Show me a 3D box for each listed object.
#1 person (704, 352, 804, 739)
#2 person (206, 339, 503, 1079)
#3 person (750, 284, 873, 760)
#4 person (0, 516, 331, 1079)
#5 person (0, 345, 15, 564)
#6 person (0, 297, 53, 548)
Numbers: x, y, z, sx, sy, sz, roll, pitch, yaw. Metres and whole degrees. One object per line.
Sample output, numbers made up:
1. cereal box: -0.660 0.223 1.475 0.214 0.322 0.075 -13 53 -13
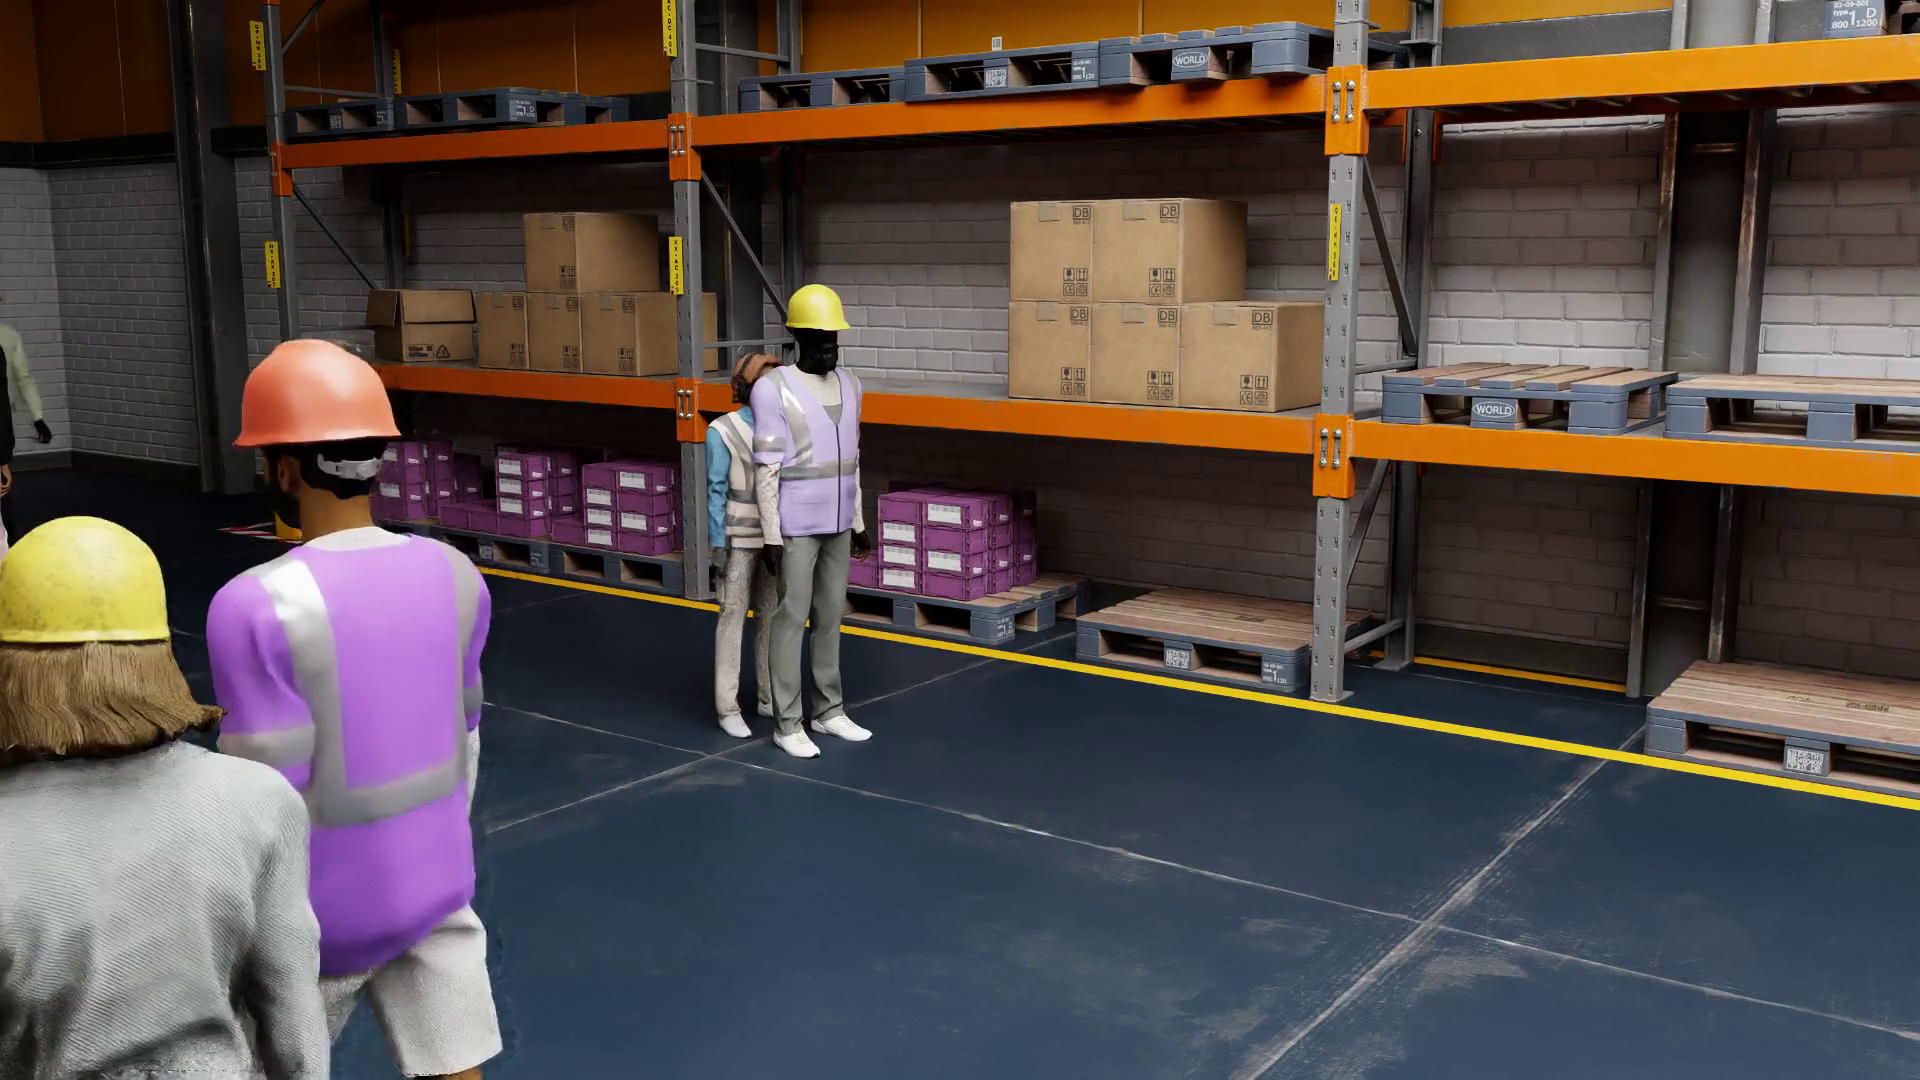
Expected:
1. person: -0.872 0.018 7.134 0.310 1.636 0.522 9 13 42
2. person: -1.092 0.599 2.924 0.998 1.880 0.574 6 11 32
3. person: -0.592 -0.080 6.853 0.366 1.926 0.593 8 12 38
4. person: -1.106 0.819 2.119 0.810 1.706 0.505 8 12 39
5. person: -5.115 -0.381 8.440 0.379 1.996 0.611 6 11 30
6. person: -6.554 -0.803 11.115 0.985 1.954 0.611 3 10 17
